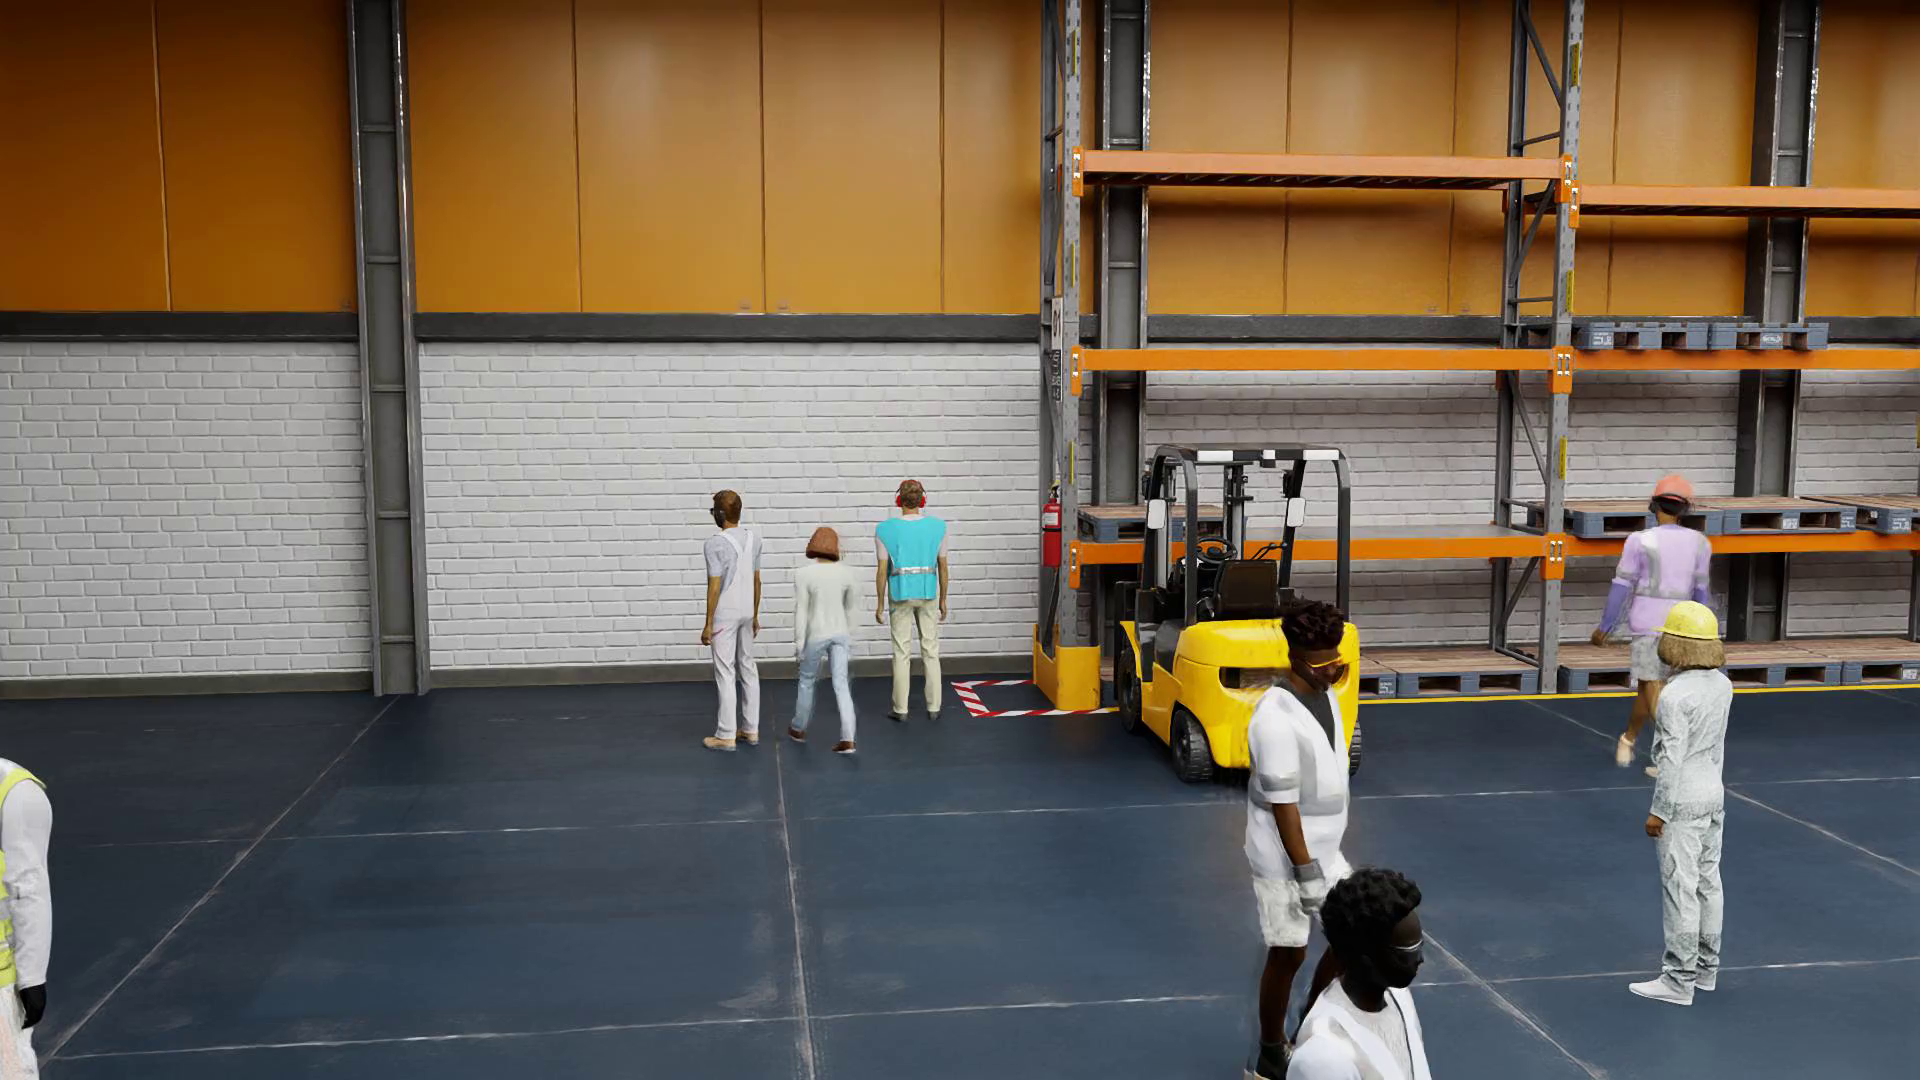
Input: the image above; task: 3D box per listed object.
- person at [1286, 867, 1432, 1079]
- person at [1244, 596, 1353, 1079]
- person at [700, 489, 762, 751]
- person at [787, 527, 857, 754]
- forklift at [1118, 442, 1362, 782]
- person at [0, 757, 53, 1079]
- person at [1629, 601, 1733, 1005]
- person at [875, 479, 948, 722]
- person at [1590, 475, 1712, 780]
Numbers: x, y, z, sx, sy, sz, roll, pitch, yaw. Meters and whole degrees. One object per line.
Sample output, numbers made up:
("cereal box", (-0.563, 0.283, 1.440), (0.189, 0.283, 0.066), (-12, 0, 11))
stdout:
("person", (0.865, 1.550, 3.864), (0.818, 1.663, 0.537), (4, 8, 32))
("person", (1.298, 1.157, 6.174), (0.509, 1.931, 0.638), (5, 8, 36))
("person", (-1.618, 0.562, 11.752), (0.333, 1.843, 0.515), (5, 8, 38))
("person", (-0.960, 0.695, 11.735), (0.508, 1.578, 0.870), (-4, 8, -30))
("forklift", (1.912, 0.418, 11.496), (1.214, 2.155, 2.313), (-1, 7, -8))
("person", (-3.096, 1.331, 5.091), (0.638, 1.832, 0.429), (0, 7, 2))
("person", (3.139, 1.130, 7.223), (0.484, 1.744, 0.295), (-5, 8, -40))
("person", (-0.363, 0.464, 12.597), (0.564, 1.847, 0.397), (-1, 7, -12))
("person", (4.585, 0.574, 10.989), (0.679, 2.004, 0.769), (-2, 7, -17))
